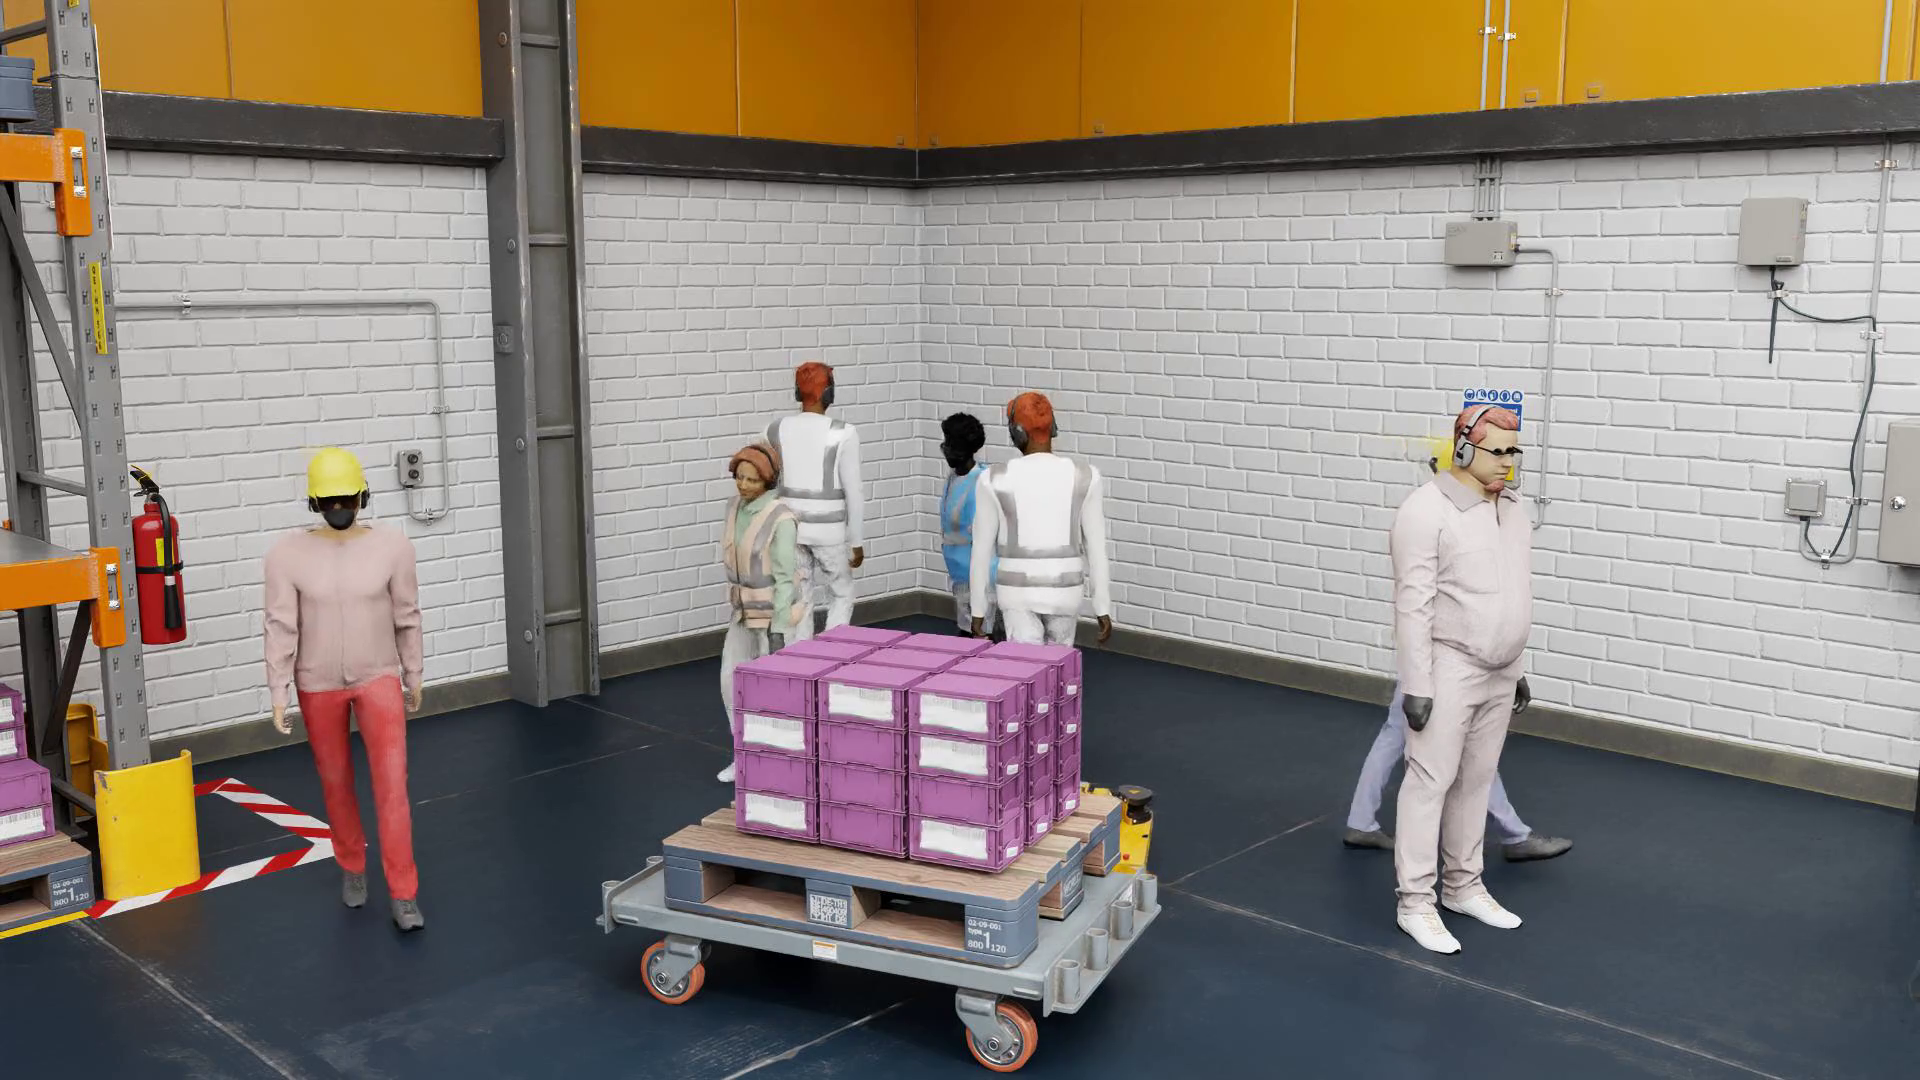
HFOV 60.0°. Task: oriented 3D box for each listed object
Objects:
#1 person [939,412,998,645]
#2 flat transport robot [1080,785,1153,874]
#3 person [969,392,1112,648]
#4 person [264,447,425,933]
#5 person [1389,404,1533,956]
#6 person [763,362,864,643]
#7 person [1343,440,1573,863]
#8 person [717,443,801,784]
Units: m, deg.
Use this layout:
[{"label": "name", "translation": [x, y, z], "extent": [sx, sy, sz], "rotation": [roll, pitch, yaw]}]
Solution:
[{"label": "person", "translation": [0.148, 0.174, 8.389], "extent": [0.561, 1.662, 0.588], "rotation": [-2, 9, -12]}, {"label": "flat transport robot", "translation": [0.044, 1.143, 6.715], "extent": [1.431, 0.197, 0.652], "rotation": [1, 9, 9]}, {"label": "person", "translation": [0.354, 0.271, 7.304], "extent": [0.629, 1.846, 0.967], "rotation": [-1, 9, -5]}, {"label": "person", "translation": [-2.176, 0.543, 5.927], "extent": [0.538, 1.731, 0.825], "rotation": [-4, 10, -21]}, {"label": "person", "translation": [1.789, 0.473, 5.843], "extent": [0.638, 1.903, 0.408], "rotation": [-7, 12, -37]}, {"label": "person", "translation": [-0.791, -0.030, 9.020], "extent": [0.601, 1.872, 0.388], "rotation": [3, 10, 17]}, {"label": "person", "translation": [1.964, 0.444, 6.589], "extent": [0.880, 1.718, 0.534], "rotation": [1, 9, 5]}, {"label": "person", "translation": [-0.876, 0.358, 7.411], "extent": [0.393, 1.608, 0.555], "rotation": [-8, 12, -40]}]
